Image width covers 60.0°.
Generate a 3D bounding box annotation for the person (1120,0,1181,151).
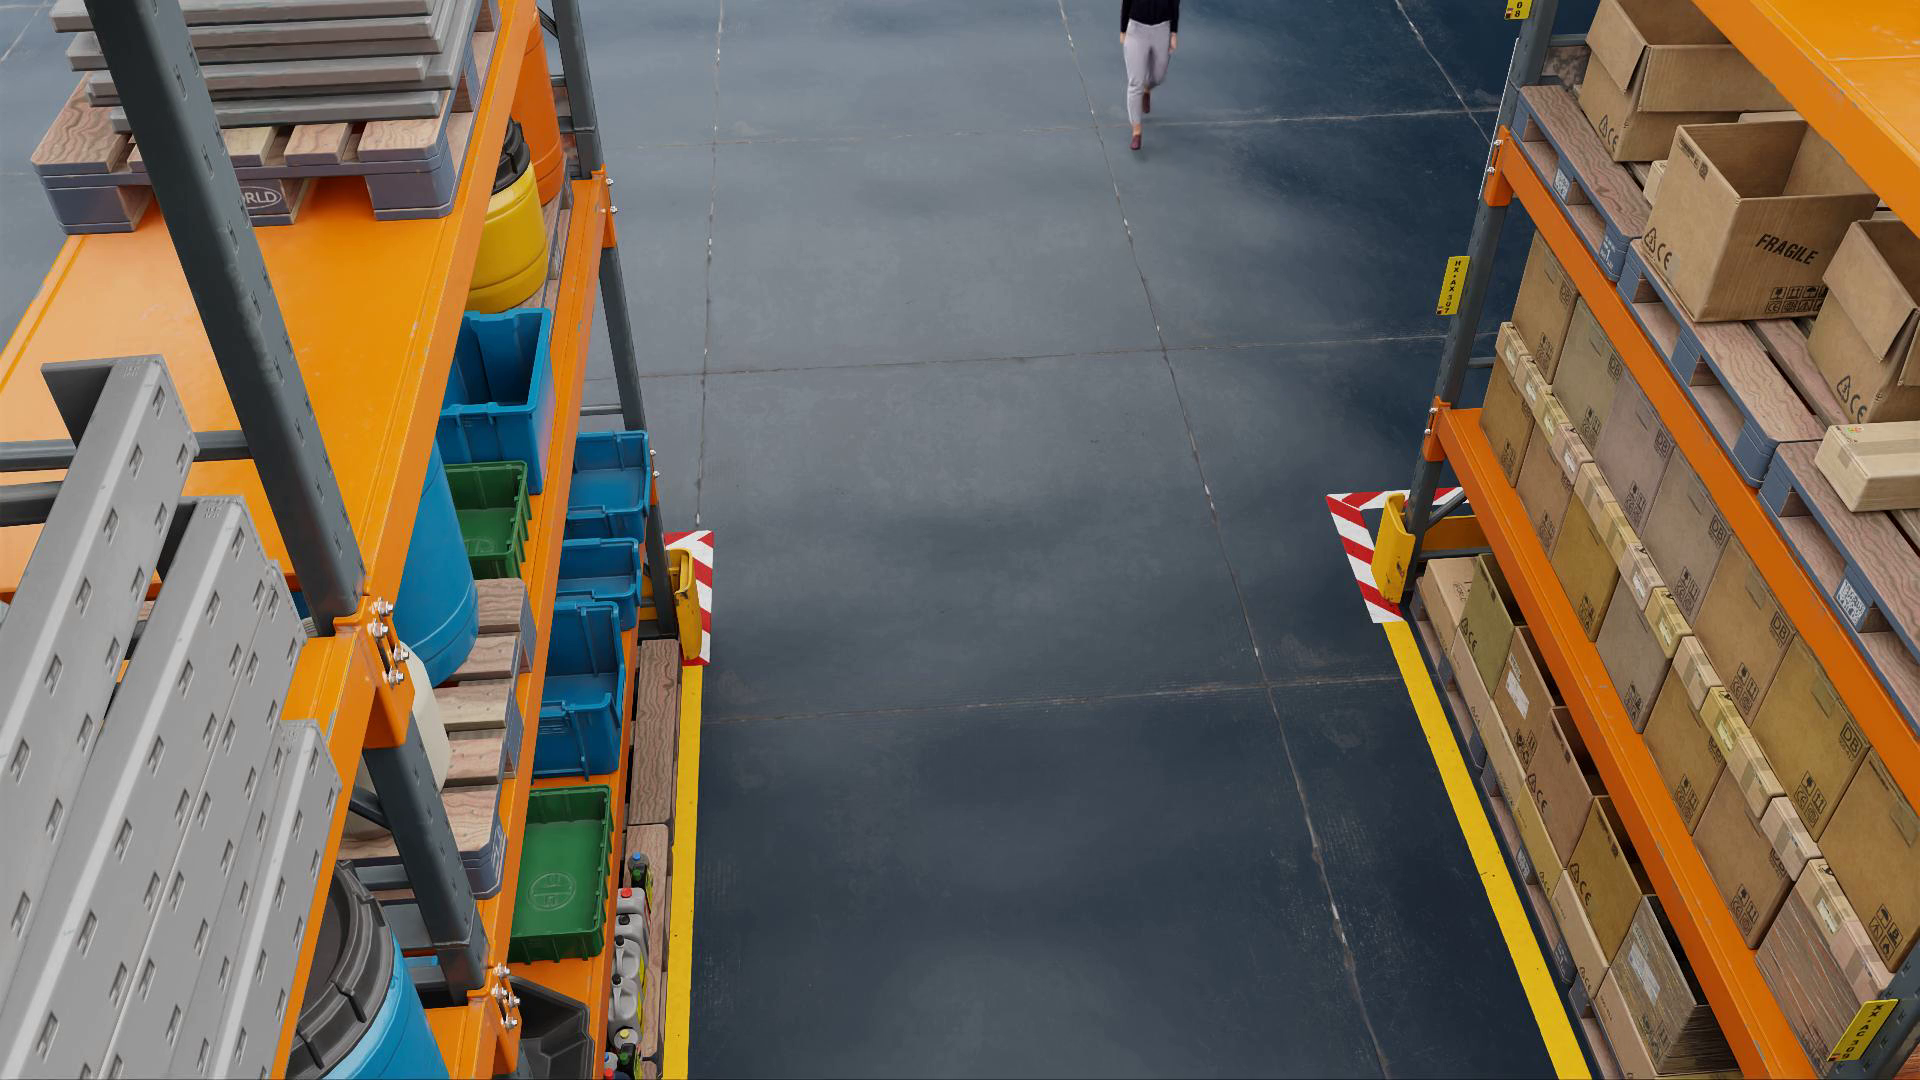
[{"bbox_3d":[1.427,-3.795,12.523,0.645,1.588,0.992,1,42,1],"label":"person"}]
